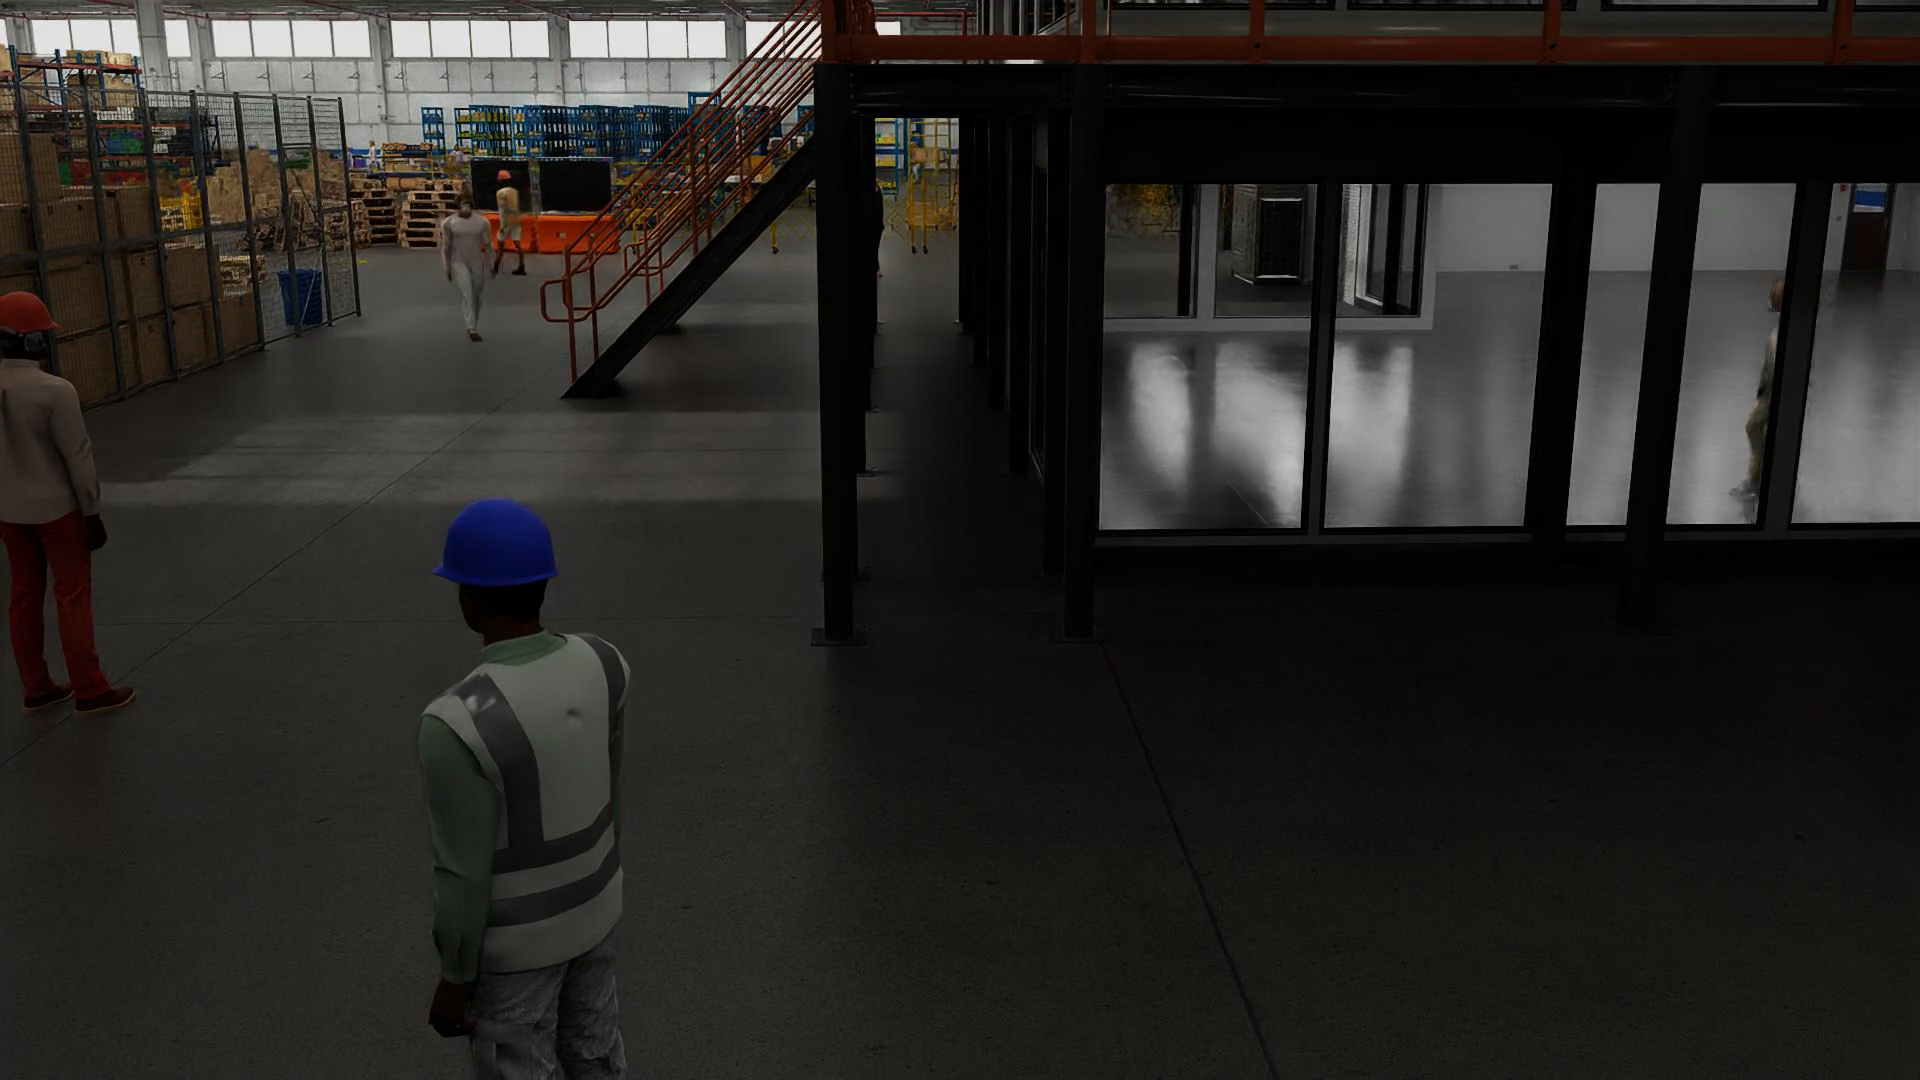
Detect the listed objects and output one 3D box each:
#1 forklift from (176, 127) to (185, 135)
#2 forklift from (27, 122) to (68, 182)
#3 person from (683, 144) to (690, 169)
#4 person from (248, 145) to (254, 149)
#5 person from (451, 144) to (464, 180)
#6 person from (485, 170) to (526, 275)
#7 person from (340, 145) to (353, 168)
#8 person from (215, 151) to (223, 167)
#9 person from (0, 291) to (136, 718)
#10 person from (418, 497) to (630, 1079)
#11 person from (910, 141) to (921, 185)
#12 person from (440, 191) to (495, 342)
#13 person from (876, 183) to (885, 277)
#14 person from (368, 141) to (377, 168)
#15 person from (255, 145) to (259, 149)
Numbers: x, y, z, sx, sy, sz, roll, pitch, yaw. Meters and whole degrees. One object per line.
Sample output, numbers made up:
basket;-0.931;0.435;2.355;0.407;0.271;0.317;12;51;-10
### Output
forklift;-35.856;-17.791;76.442;1.873;2.768;1.129;-1;14;-3
forklift;-35.376;-14.773;64.377;1.129;2.768;1.873;-1;14;-2
person;-13.270;-18.485;81.426;0.626;1.780;0.921;-1;14;-3
person;-28.251;-14.851;66.643;0.495;1.916;0.634;-4;15;-17
person;-22.559;-16.827;74.681;0.563;1.847;0.388;-6;15;-23
person;-8.407;-5.852;30.714;0.949;1.891;0.575;9;16;31
person;-27.432;-16.761;74.450;0.601;1.830;0.403;2;14;6
person;-29.617;-14.745;66.695;0.567;1.667;0.545;4;15;14
person;-4.250;-0.148;7.720;0.612;1.995;0.376;3;14;13
person;-0.978;0.859;3.792;0.391;1.948;0.605;6;15;23
person;-2.027;-17.238;76.085;0.627;1.968;0.750;7;16;25
person;-6.357;-3.546;21.475;0.639;1.911;0.859;-7;16;-25
person;-1.631;-5.772;30.106;0.688;2.000;0.536;-9;17;-32
person;-29.808;-19.302;84.453;0.410;1.909;0.642;-5;15;-18
person;-36.714;-19.885;87.214;0.872;1.705;0.496;7;16;26
